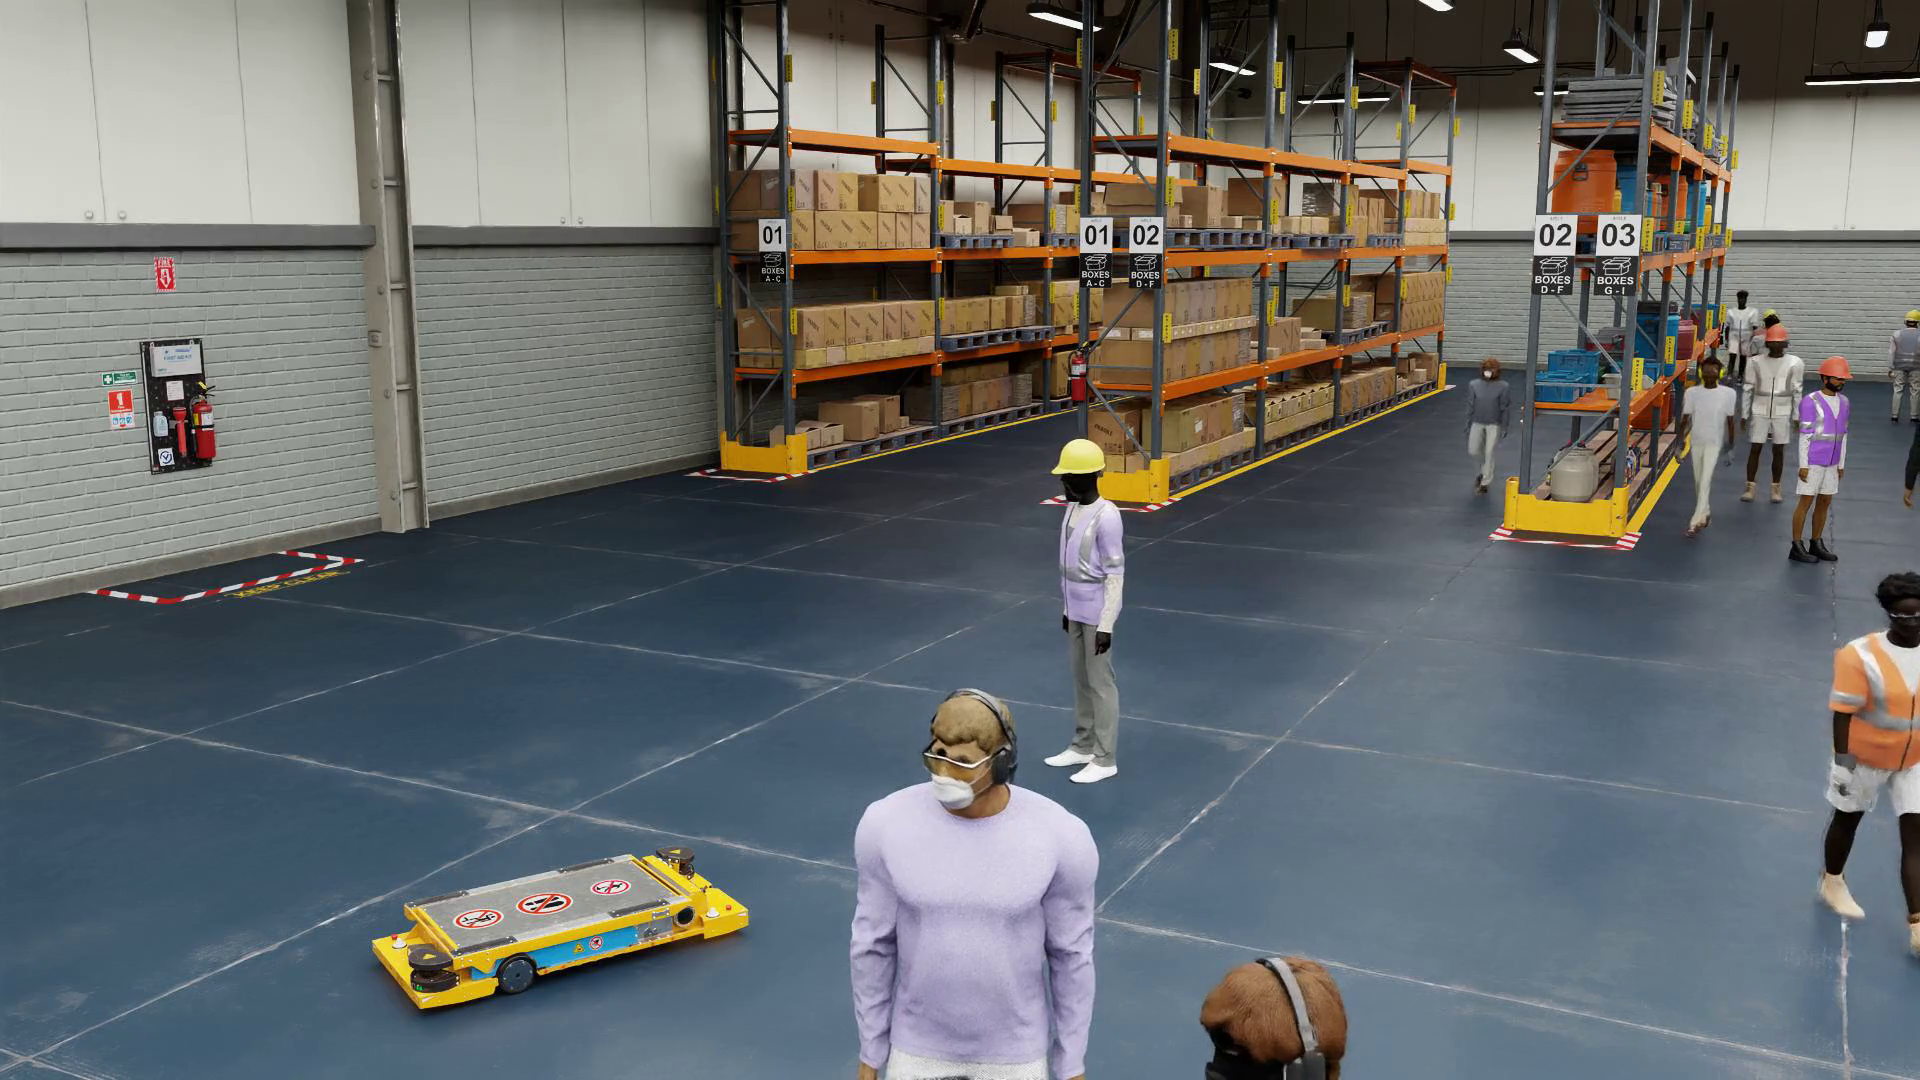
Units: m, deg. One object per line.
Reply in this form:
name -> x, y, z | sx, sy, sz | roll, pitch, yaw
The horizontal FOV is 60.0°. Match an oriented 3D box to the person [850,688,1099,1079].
person -> 0.030, 1.307, 4.252 | 0.627, 1.936, 0.376 | 1, 10, 8

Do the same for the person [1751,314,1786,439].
person -> 12.072, -2.441, 24.867 | 0.514, 1.872, 0.328 | 7, 12, 32

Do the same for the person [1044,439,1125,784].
person -> 0.707, 0.393, 9.262 | 0.384, 1.924, 0.589 | -4, 11, -19

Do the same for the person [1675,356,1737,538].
person -> 7.612, -0.970, 16.985 | 0.513, 1.824, 1.003 | 8, 13, 37

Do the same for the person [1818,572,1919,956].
person -> 3.954, 0.931, 7.076 | 0.539, 1.636, 0.886 | 1, 10, 3

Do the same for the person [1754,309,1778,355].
person -> 14.168, -3.178, 29.207 | 0.530, 1.754, 0.457 | 2, 11, 9

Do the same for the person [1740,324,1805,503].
person -> 9.215, -1.432, 18.899 | 0.614, 2.038, 0.396 | 5, 12, 26

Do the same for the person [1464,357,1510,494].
person -> 6.185, -1.345, 19.551 | 0.522, 1.618, 0.342 | 7, 12, 32

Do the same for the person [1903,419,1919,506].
person -> 8.094, -0.424, 13.616 | 0.639, 1.950, 0.952 | 4, 11, 23

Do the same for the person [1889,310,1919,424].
person -> 15.343, -2.794, 26.888 | 0.586, 1.835, 0.403 | 8, 13, 36

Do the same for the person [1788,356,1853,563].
person -> 8.022, -0.740, 15.446 | 0.541, 1.930, 0.386 | -3, 11, -18

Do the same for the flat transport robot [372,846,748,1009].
flat transport robot -> -1.692, 1.618, 7.093 | 1.431, 0.197, 0.652 | -7, 13, -34

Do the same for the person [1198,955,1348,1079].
person -> 0.547, 1.599, 2.938 | 0.428, 1.835, 0.627 | -3, 11, -17

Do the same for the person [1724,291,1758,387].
person -> 15.718, -4.049, 33.510 | 0.616, 1.903, 1.038 | 5, 12, 26
